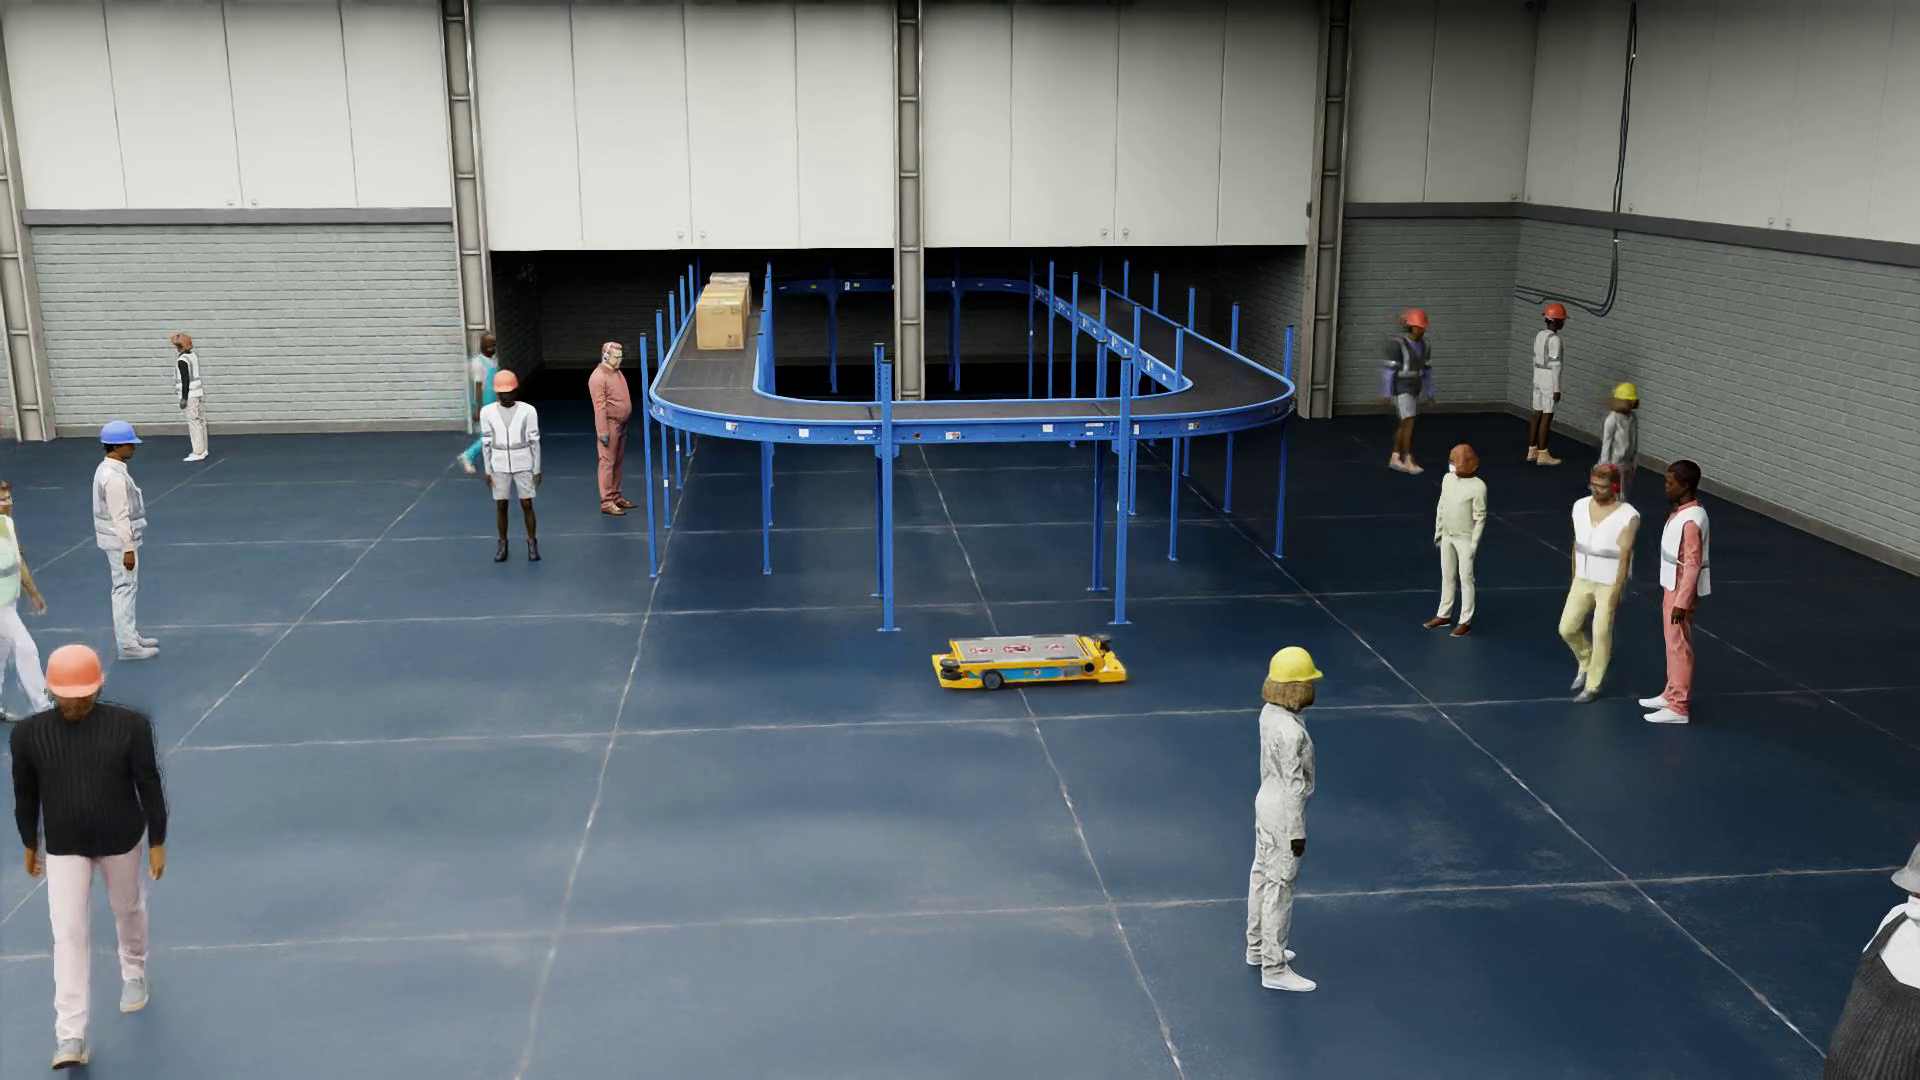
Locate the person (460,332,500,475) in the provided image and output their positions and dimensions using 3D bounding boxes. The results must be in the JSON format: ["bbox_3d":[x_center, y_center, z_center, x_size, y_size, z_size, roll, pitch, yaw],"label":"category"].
[{"bbox_3d":[-5.715,-1.607,20.028,0.577,1.821,0.534,3,14,13],"label":"person"}]

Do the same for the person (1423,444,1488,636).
[{"bbox_3d":[4.193,-0.007,14.010,0.278,1.633,0.498,-7,16,-27],"label":"person"}]

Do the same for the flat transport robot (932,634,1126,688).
[{"bbox_3d":[0.525,0.937,12.998,1.431,0.197,0.652,-2,14,-7],"label":"flat transport robot"}]

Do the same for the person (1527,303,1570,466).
[{"bbox_3d":[7.448,-1.970,21.033,0.372,2.044,0.607,-1,14,-6],"label":"person"}]

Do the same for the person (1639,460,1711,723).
[{"bbox_3d":[5.176,0.370,11.929,0.369,1.915,0.597,4,15,17],"label":"person"}]

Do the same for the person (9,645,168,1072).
[{"bbox_3d":[-4.013,1.420,7.694,0.641,1.928,1.024,-5,15,-21],"label":"person"}]

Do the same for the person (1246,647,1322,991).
[{"bbox_3d":[1.620,1.370,8.274,0.289,1.746,0.485,-1,14,-6],"label":"person"}]

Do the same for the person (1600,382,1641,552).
[{"bbox_3d":[6.617,-0.767,16.869,0.493,1.720,0.661,-11,18,-38],"label":"person"}]

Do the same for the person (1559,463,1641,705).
[{"bbox_3d":[4.711,0.324,12.297,0.450,1.821,0.556,-9,17,-33],"label":"person"}]

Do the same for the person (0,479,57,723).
[{"bbox_3d":[-6.692,0.453,11.816,0.835,1.811,0.577,-3,14,-11],"label":"person"}]

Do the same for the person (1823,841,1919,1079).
[{"bbox_3d":[3.144,1.909,5.518,0.536,2.000,0.677,-3,14,-10],"label":"person"}]

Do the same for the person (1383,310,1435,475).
[{"bbox_3d":[5.604,-1.808,20.424,0.646,2.016,0.795,-9,16,-31],"label":"person"}]

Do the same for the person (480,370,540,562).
[{"bbox_3d":[-4.388,-0.716,16.275,0.551,1.924,0.407,-2,14,-7],"label":"person"}]

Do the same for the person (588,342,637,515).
[{"bbox_3d":[-3.826,-1.240,18.401,0.407,1.902,0.639,2,14,9],"label":"person"}]

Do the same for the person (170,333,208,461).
[{"bbox_3d":[-9.859,-1.832,21.300,0.311,1.639,0.514,-2,14,-9],"label":"person"}]

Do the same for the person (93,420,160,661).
[{"bbox_3d":[-6.707,0.002,13.368,0.419,1.940,0.600,-8,16,-29],"label":"person"}]
